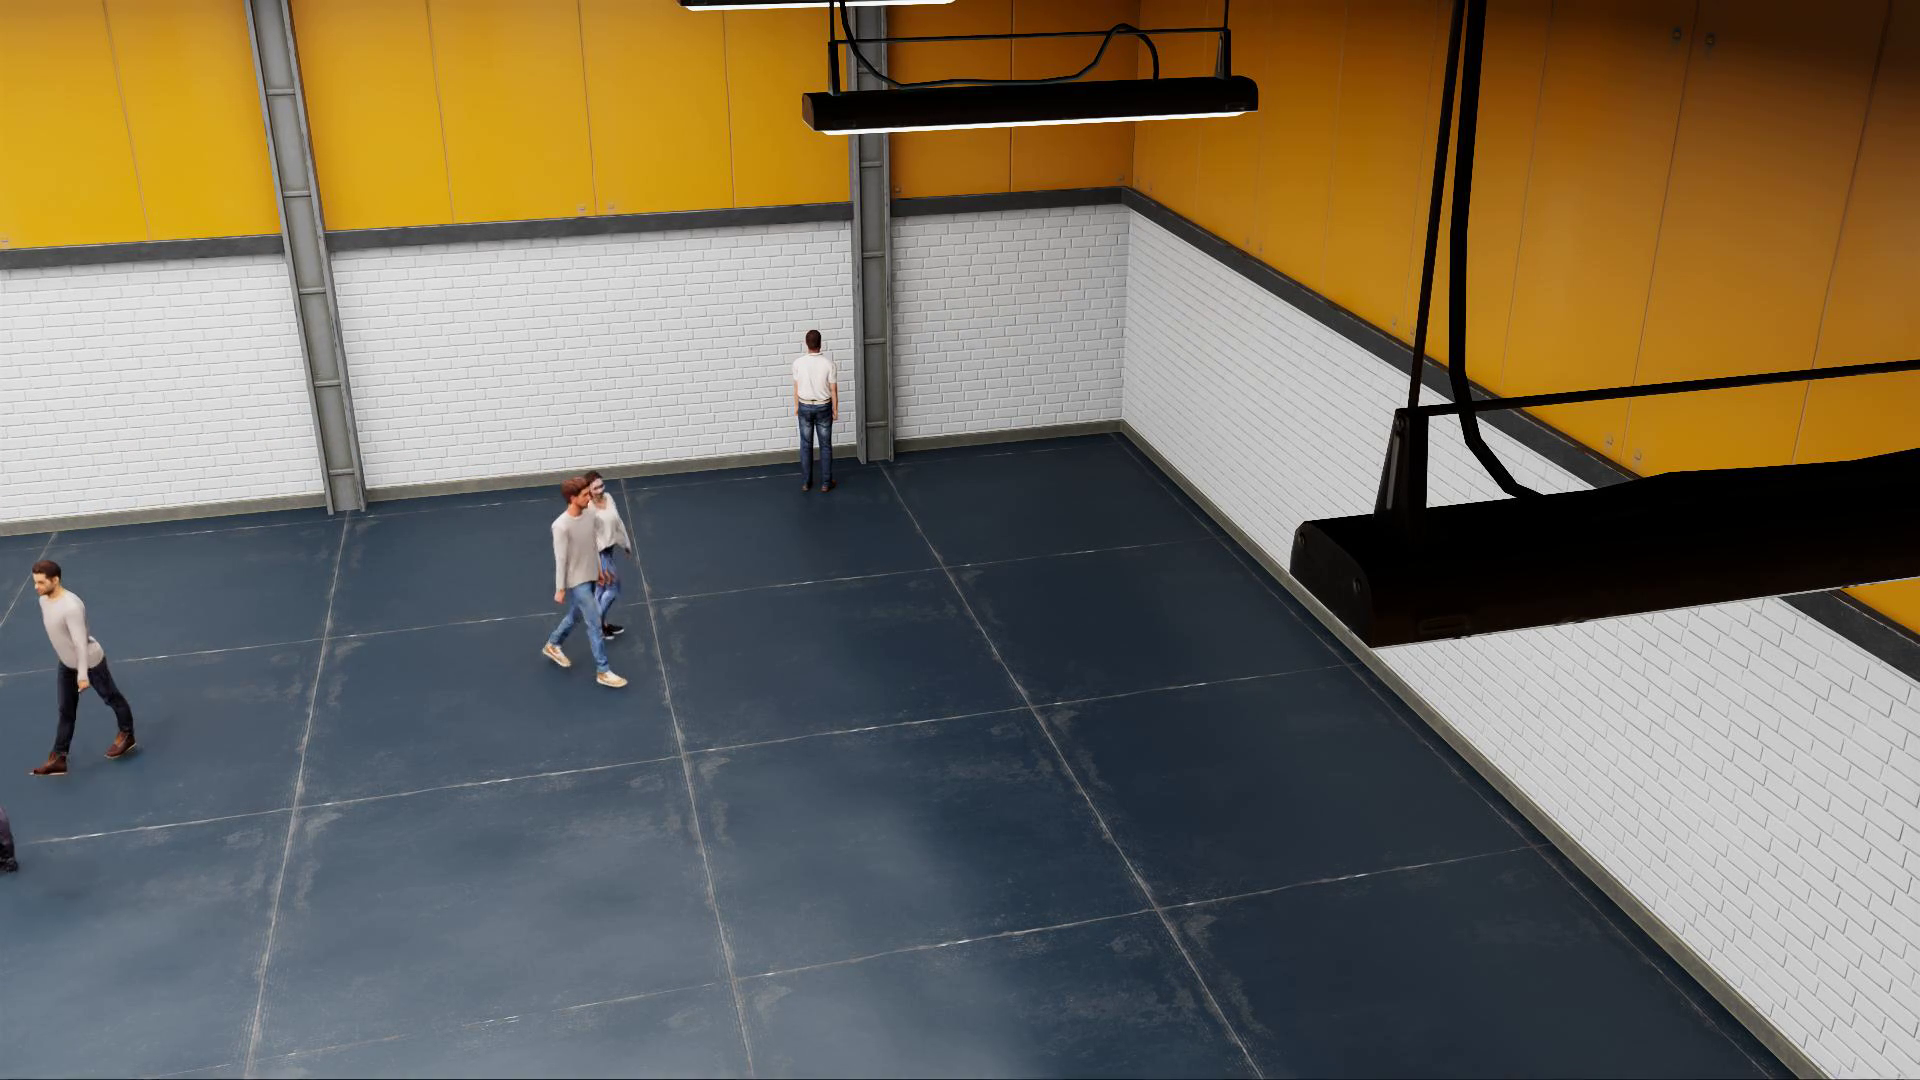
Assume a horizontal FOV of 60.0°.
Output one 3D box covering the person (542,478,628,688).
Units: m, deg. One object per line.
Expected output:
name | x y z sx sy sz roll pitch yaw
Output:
person | -3.390 0.352 14.541 1.272 1.861 1.096 10 25 21

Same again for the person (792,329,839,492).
person | -1.630 -1.455 18.689 0.615 1.850 0.779 2 24 4

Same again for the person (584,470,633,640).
person | -3.364 0.148 15.233 0.740 1.682 0.680 1 24 2

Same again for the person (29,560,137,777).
person | -6.920 0.944 13.239 1.161 1.820 1.168 11 26 24
